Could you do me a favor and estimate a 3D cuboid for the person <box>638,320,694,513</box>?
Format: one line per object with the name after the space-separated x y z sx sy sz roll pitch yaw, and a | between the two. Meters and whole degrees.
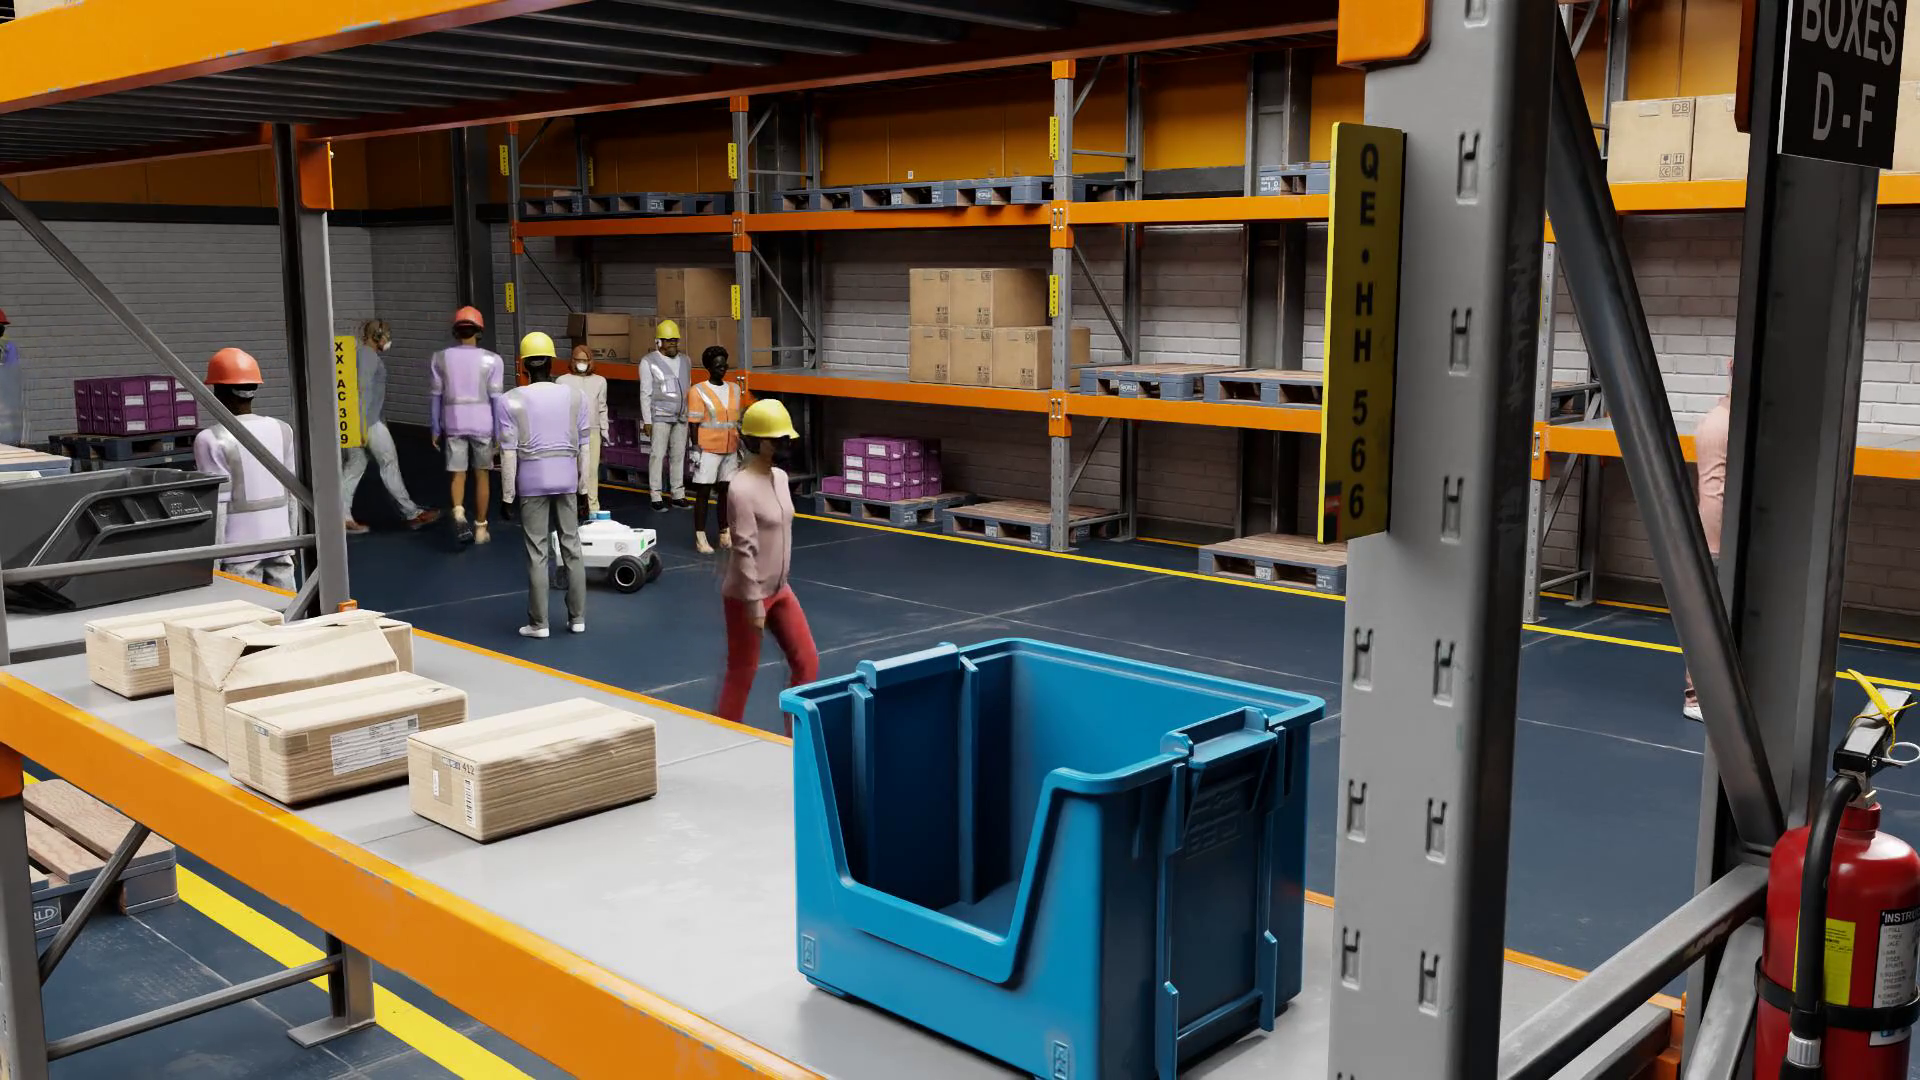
-2.774 -1.180 15.886 0.404 1.830 0.599 9 13 43 | person

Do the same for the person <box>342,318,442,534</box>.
-5.092 -0.995 14.611 0.980 1.875 0.694 -5 10 -27 | person

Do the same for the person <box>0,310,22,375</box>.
-9.925 -1.437 17.150 0.547 1.934 0.376 0 9 0 | person

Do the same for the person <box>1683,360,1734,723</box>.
3.980 -0.003 8.474 0.395 1.902 0.674 9 13 43 | person

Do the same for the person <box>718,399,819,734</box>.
-0.785 0.251 7.386 0.719 1.740 0.542 4 10 21 | person

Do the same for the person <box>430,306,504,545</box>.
-4.091 -0.921 13.763 0.635 2.014 0.748 -1 9 -5 | person

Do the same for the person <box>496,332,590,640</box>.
-2.604 -0.335 10.430 0.587 1.922 0.383 -6 11 -32 | person

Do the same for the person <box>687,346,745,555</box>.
-1.980 -0.733 13.556 0.317 1.695 0.540 9 13 43 | person

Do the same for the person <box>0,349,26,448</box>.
-8.052 -0.840 13.867 0.420 1.809 0.618 1 9 5 | person

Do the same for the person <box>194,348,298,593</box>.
-3.457 0.042 8.070 0.377 1.938 0.547 5 10 27 | person

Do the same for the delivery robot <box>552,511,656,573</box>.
-2.581 0.033 12.052 0.707 0.478 0.477 1 10 6 | delivery robot

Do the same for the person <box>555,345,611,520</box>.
-3.425 -0.954 15.114 0.498 1.631 0.280 -6 11 -33 | person
